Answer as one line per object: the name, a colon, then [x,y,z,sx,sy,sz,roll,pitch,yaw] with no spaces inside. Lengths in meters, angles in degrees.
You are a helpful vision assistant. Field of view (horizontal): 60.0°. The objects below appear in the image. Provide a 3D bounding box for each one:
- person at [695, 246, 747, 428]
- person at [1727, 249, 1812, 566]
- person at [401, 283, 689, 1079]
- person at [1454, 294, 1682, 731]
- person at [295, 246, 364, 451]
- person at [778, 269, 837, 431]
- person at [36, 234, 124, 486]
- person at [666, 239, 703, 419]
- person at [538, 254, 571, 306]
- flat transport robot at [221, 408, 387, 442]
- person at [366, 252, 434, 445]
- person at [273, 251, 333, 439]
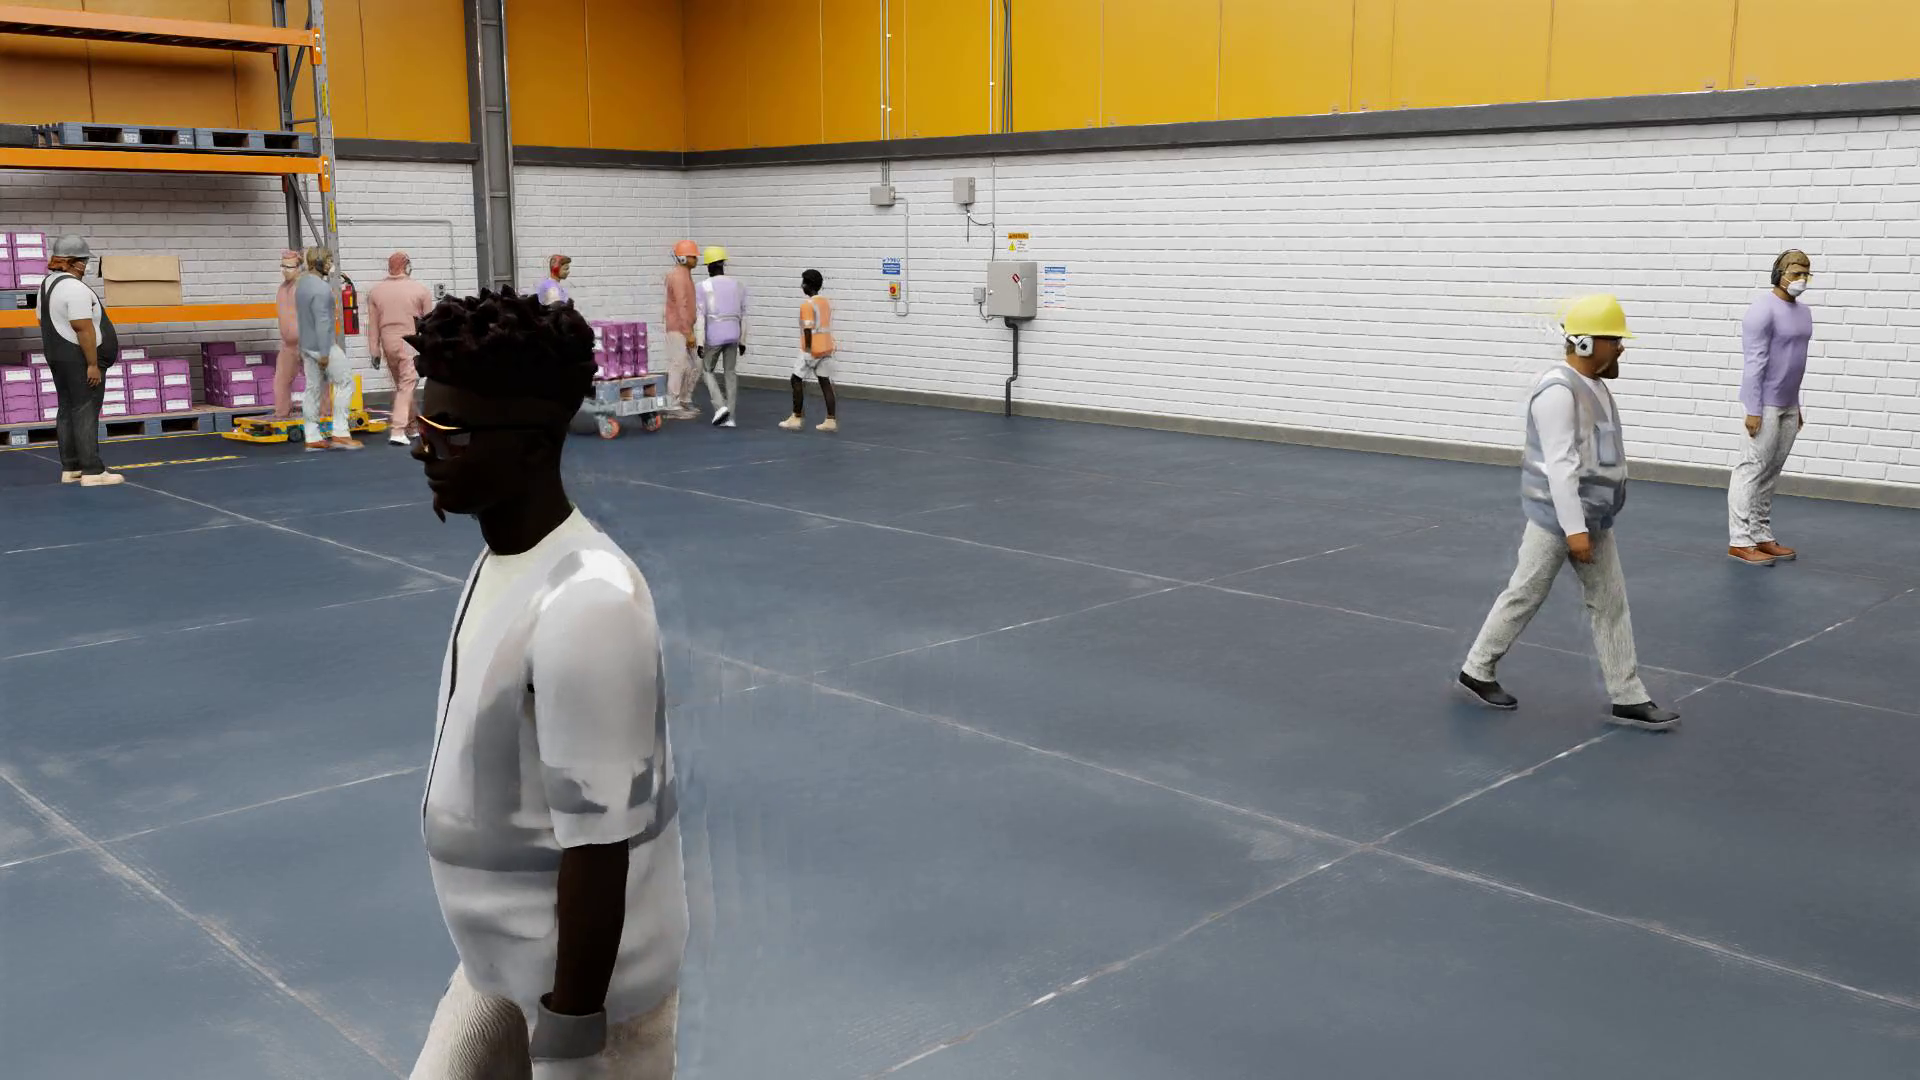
person: [-2.517,-2.126,17.488,0.622,1.905,0.437,-7,13,-34]
person: [5.034,-0.819,10.294,0.629,1.937,0.378,-8,13,-37]
person: [-0.640,0.606,2.468,0.610,1.947,0.631,-5,12,-26]
person: [2.522,-0.120,6.900,0.920,1.792,0.595,10,14,42]
person: [-5.931,-1.789,15.635,0.647,1.920,0.642,-10,14,-42]
person: [-1.589,-1.952,17.196,0.714,1.671,0.549,5,11,24]
person: [-7.147,-1.469,13.556,0.688,2.000,0.536,8,13,39]
person: [-3.032,-2.317,18.359,0.507,1.976,0.610,1,10,7]
person: [-4.478,-2.236,18.360,0.469,1.816,0.593,-1,10,-8]
flat transport robot: [-6.564,-1.157,16.678,0.652,0.197,1.431,7,13,35]
person: [-5.411,-1.869,16.260,0.639,1.856,1.015,2,11,10]
person: [-6.528,-1.875,16.260,0.633,1.866,0.845,5,12,26]
